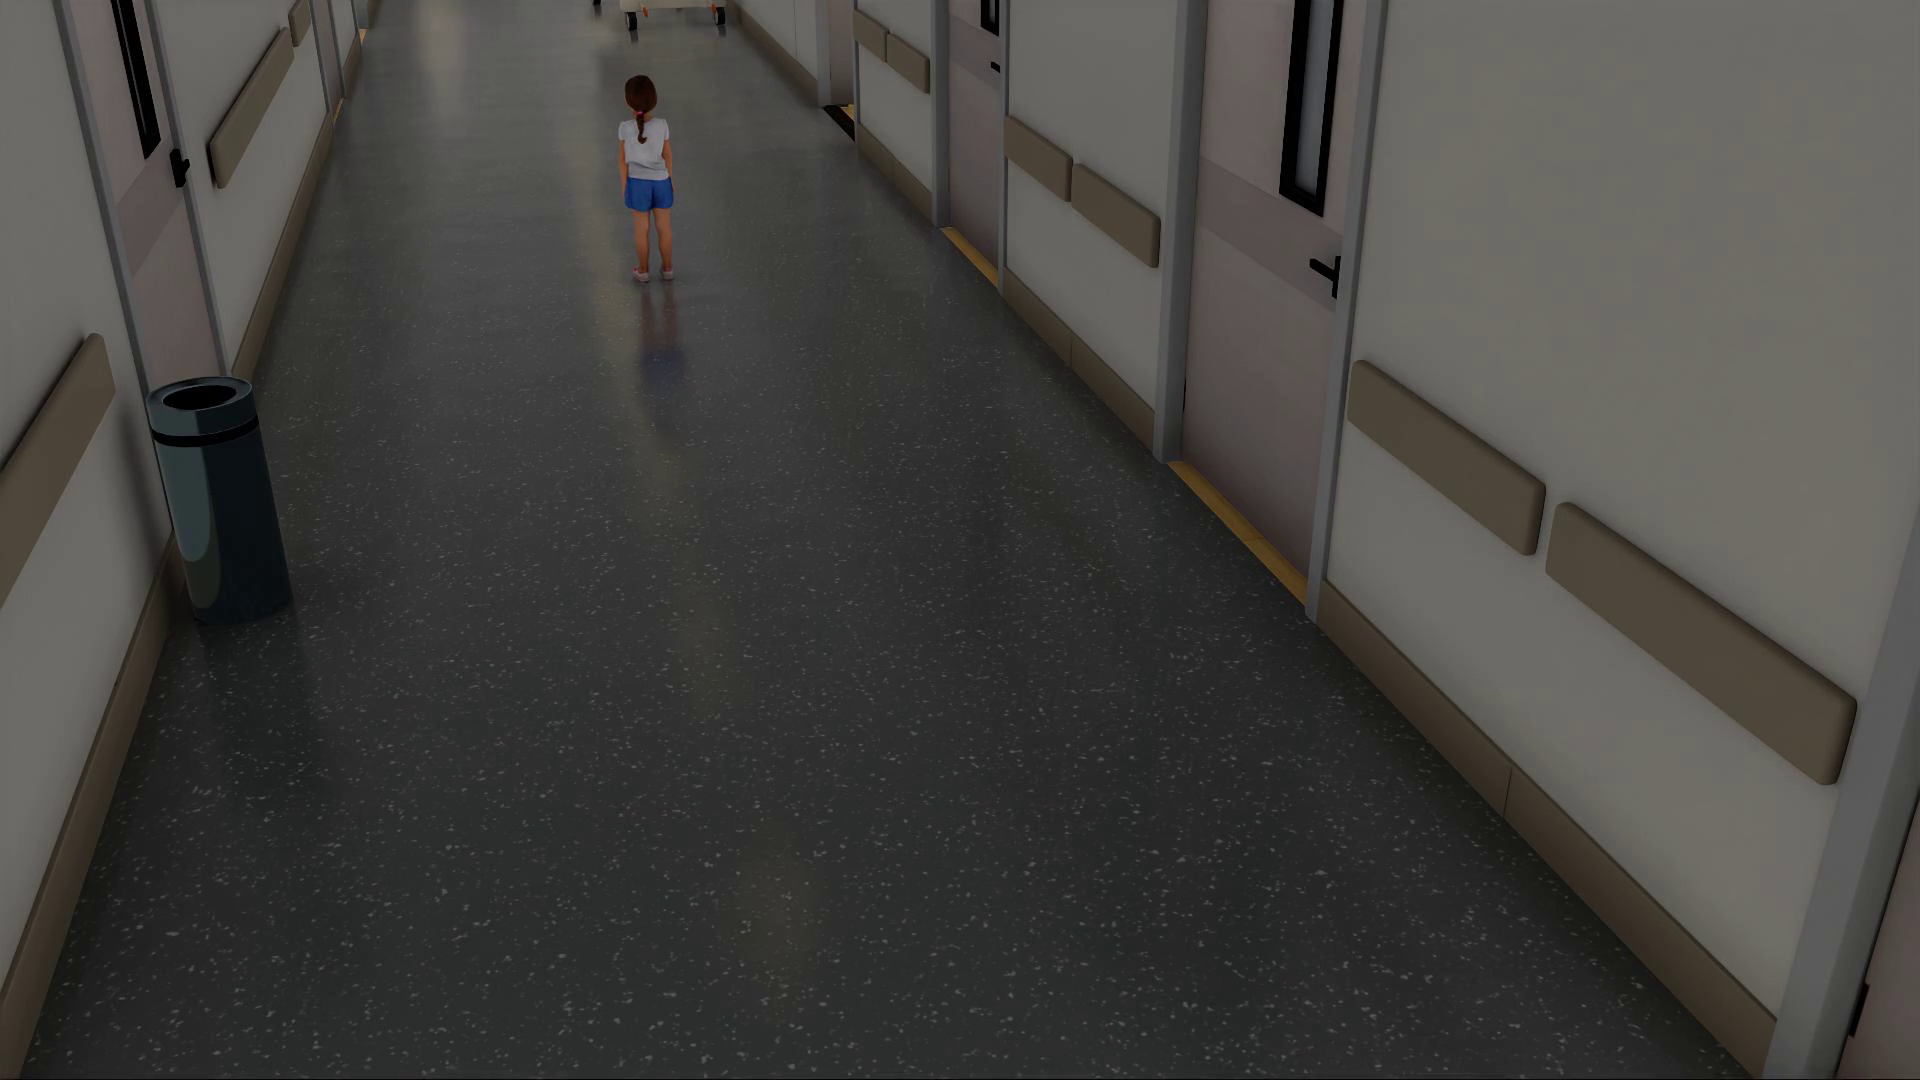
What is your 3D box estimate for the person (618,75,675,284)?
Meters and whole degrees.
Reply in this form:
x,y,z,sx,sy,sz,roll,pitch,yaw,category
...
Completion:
x,y,z,sx,sy,sz,roll,pitch,yaw,category
-1.556,-1.799,8.295,0.354,1.020,0.469,-6,26,-12,person
